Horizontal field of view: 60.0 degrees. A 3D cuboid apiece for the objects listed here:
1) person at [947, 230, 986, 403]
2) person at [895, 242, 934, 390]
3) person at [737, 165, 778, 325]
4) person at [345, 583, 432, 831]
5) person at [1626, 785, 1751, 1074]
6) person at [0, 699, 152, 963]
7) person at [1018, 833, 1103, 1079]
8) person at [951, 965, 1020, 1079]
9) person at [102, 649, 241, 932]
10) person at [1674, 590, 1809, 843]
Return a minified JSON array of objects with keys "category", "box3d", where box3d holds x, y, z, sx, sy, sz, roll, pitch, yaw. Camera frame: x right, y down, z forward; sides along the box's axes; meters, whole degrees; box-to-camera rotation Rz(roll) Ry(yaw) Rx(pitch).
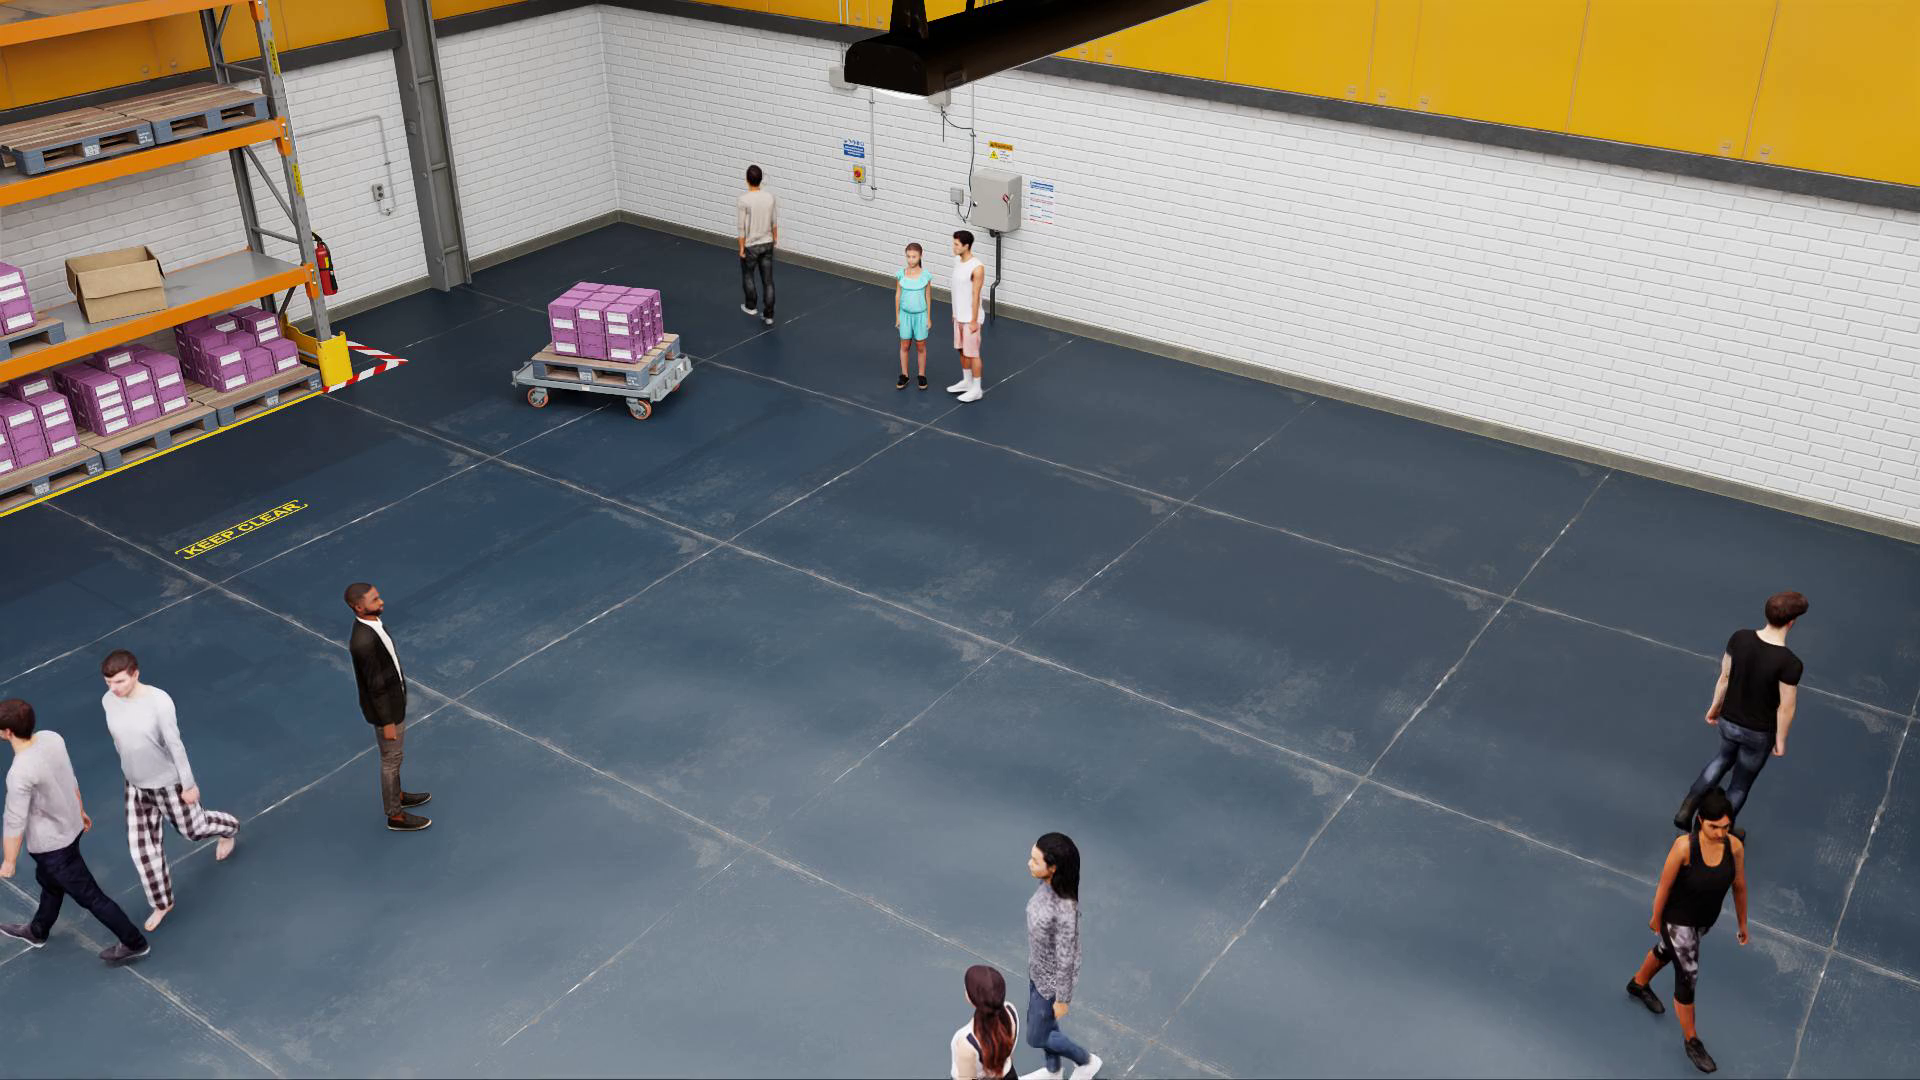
[{"category":"person","box3d":[0.096,-2.300,16.967,0.733,1.780,0.735,-14,32,-24]},{"category":"person","box3d":[-0.481,-2.335,17.264,0.640,1.558,0.672,3,29,6]},{"category":"person","box3d":[-2.246,-3.305,18.796,0.908,1.793,0.932,-14,32,-24]},{"category":"person","box3d":[-3.735,1.061,10.784,0.774,1.800,0.739,-8,29,-13]},{"category":"person","box3d":[3.982,2.014,9.208,1.021,1.637,1.006,-10,30,-18]},{"category":"person","box3d":[-5.109,1.718,9.580,1.179,1.801,1.170,-2,29,-4]},{"category":"person","box3d":[0.567,2.246,8.697,0.850,1.718,0.790,-5,29,-10]},{"category":"person","box3d":[0.137,2.697,7.947,0.601,1.646,0.466,20,34,32]},{"category":"person","box3d":[-4.830,1.407,10.143,0.973,1.808,1.218,4,29,7]},{"category":"person","box3d":[4.897,1.184,10.468,0.946,1.887,0.848,-15,32,-25]}]
